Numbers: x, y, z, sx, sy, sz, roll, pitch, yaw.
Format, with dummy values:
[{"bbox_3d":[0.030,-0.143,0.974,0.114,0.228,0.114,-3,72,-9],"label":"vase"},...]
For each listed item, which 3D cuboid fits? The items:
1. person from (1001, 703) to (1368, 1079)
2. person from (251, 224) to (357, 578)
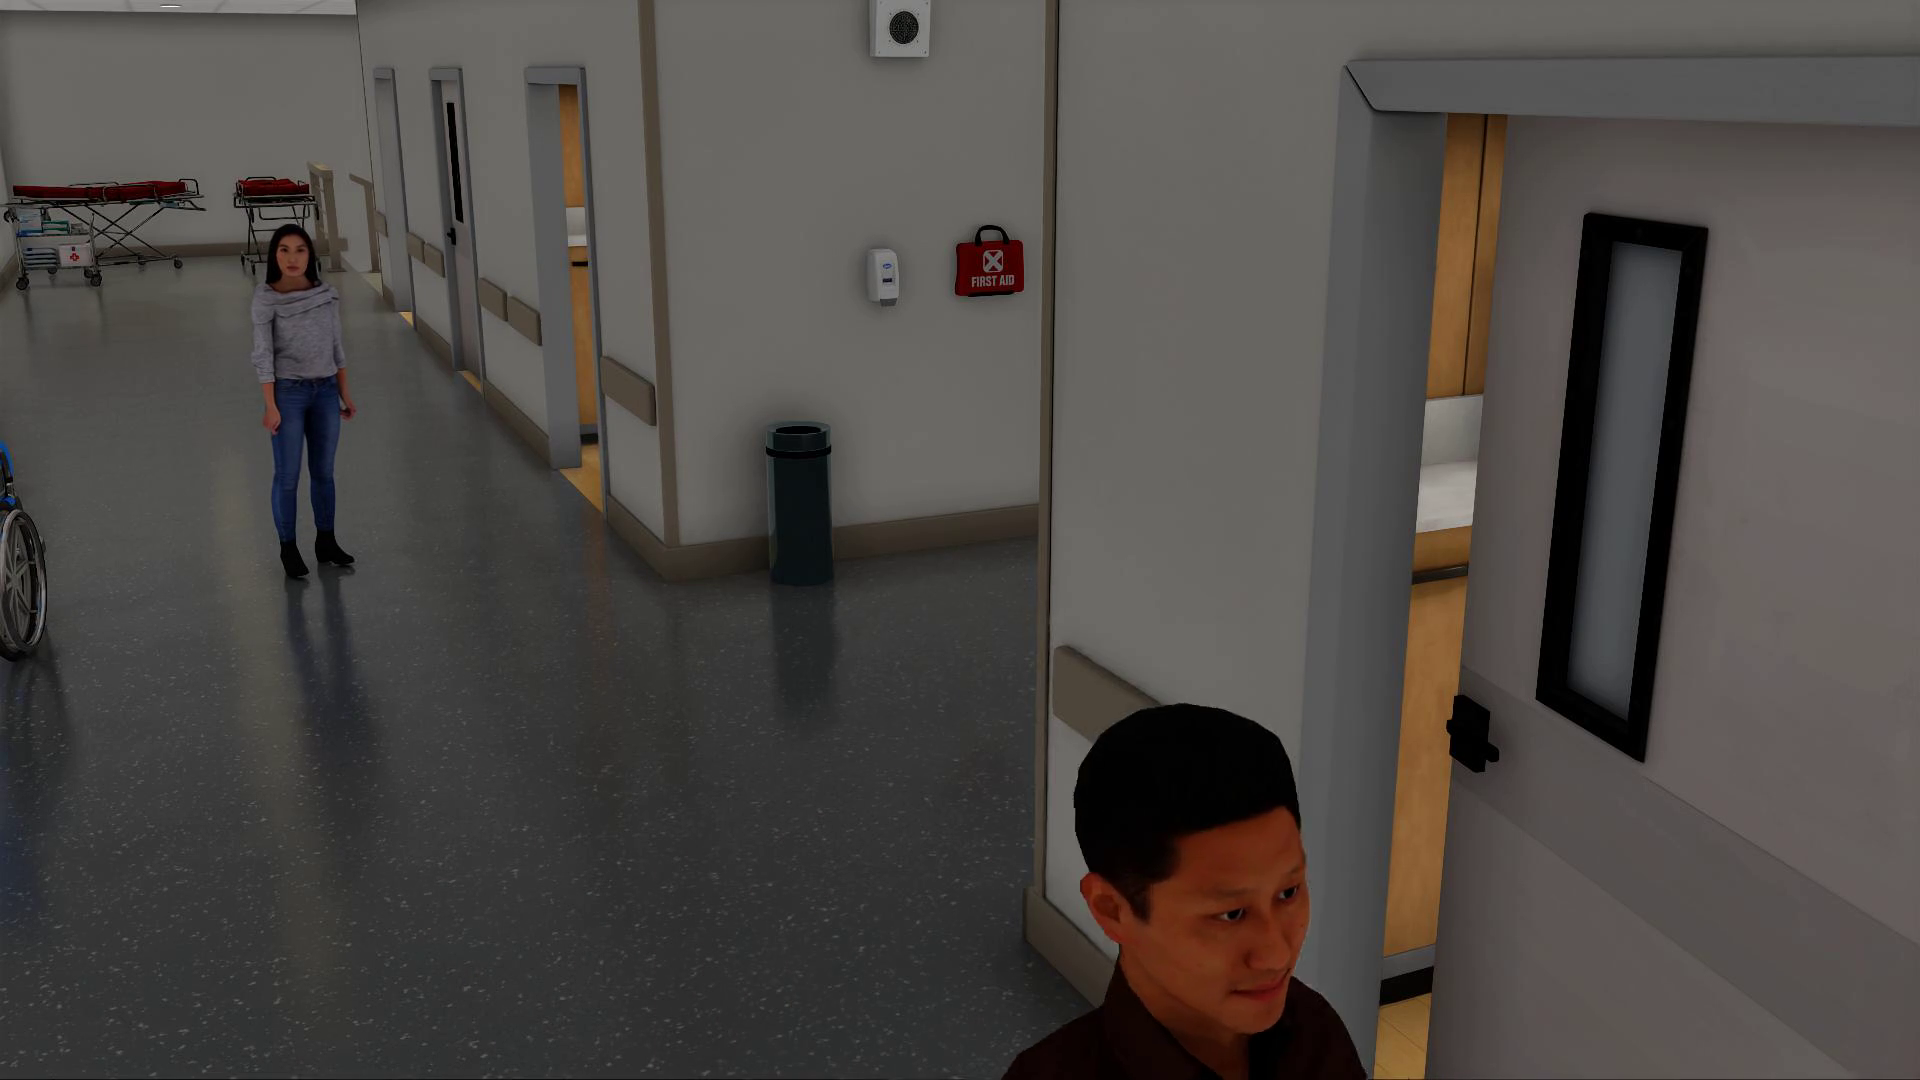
[{"bbox_3d":[0.147,0.982,1.678,0.686,1.768,0.665,-10,19,-32],"label":"person"},{"bbox_3d":[-3.058,-0.652,7.725,0.672,1.630,0.678,11,19,35],"label":"person"}]
